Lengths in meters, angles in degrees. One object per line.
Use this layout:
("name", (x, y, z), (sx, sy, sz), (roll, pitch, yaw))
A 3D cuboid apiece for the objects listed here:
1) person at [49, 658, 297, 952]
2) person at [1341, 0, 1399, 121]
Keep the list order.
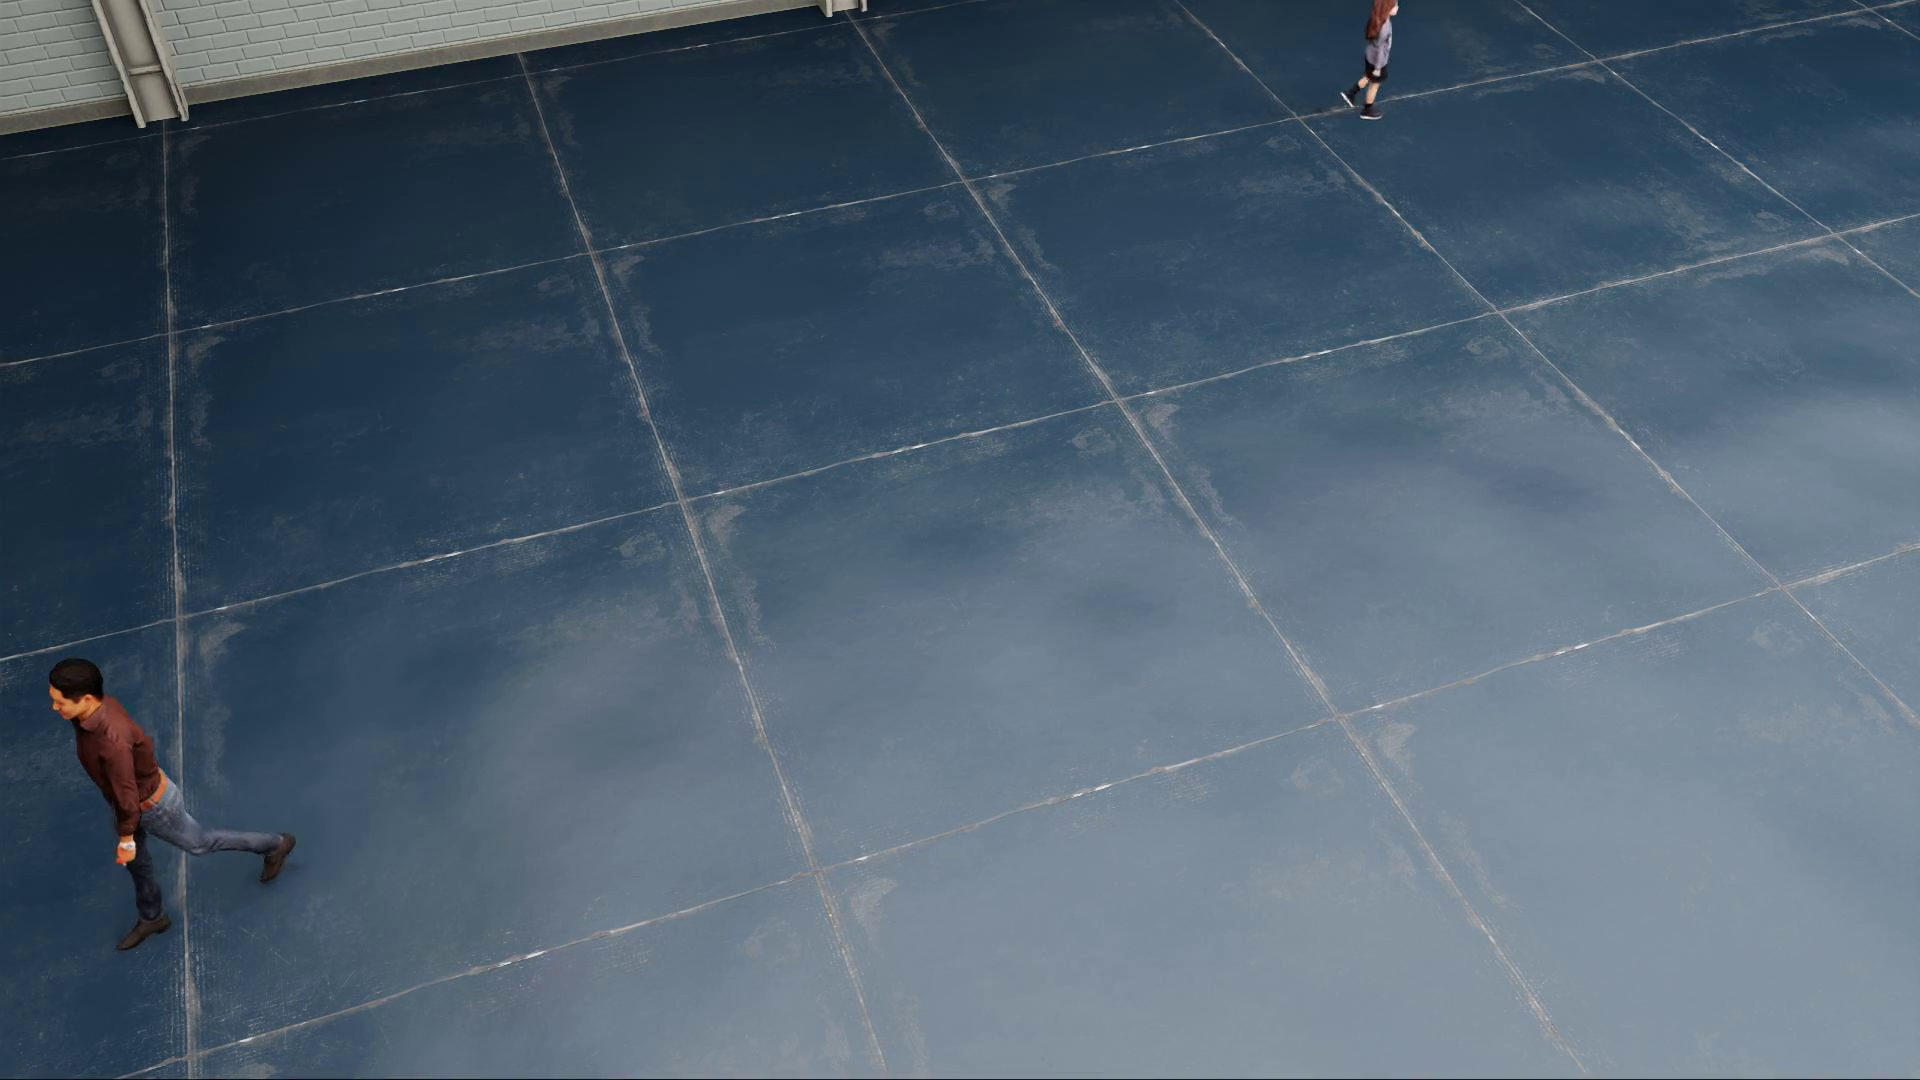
("person", (-3.663, 1.162, 7.692), (0.992, 1.744, 1.238), (32, 52, 29))
("person", (3.378, -3.988, 13.680), (0.664, 1.099, 0.586), (3, 43, 4))
